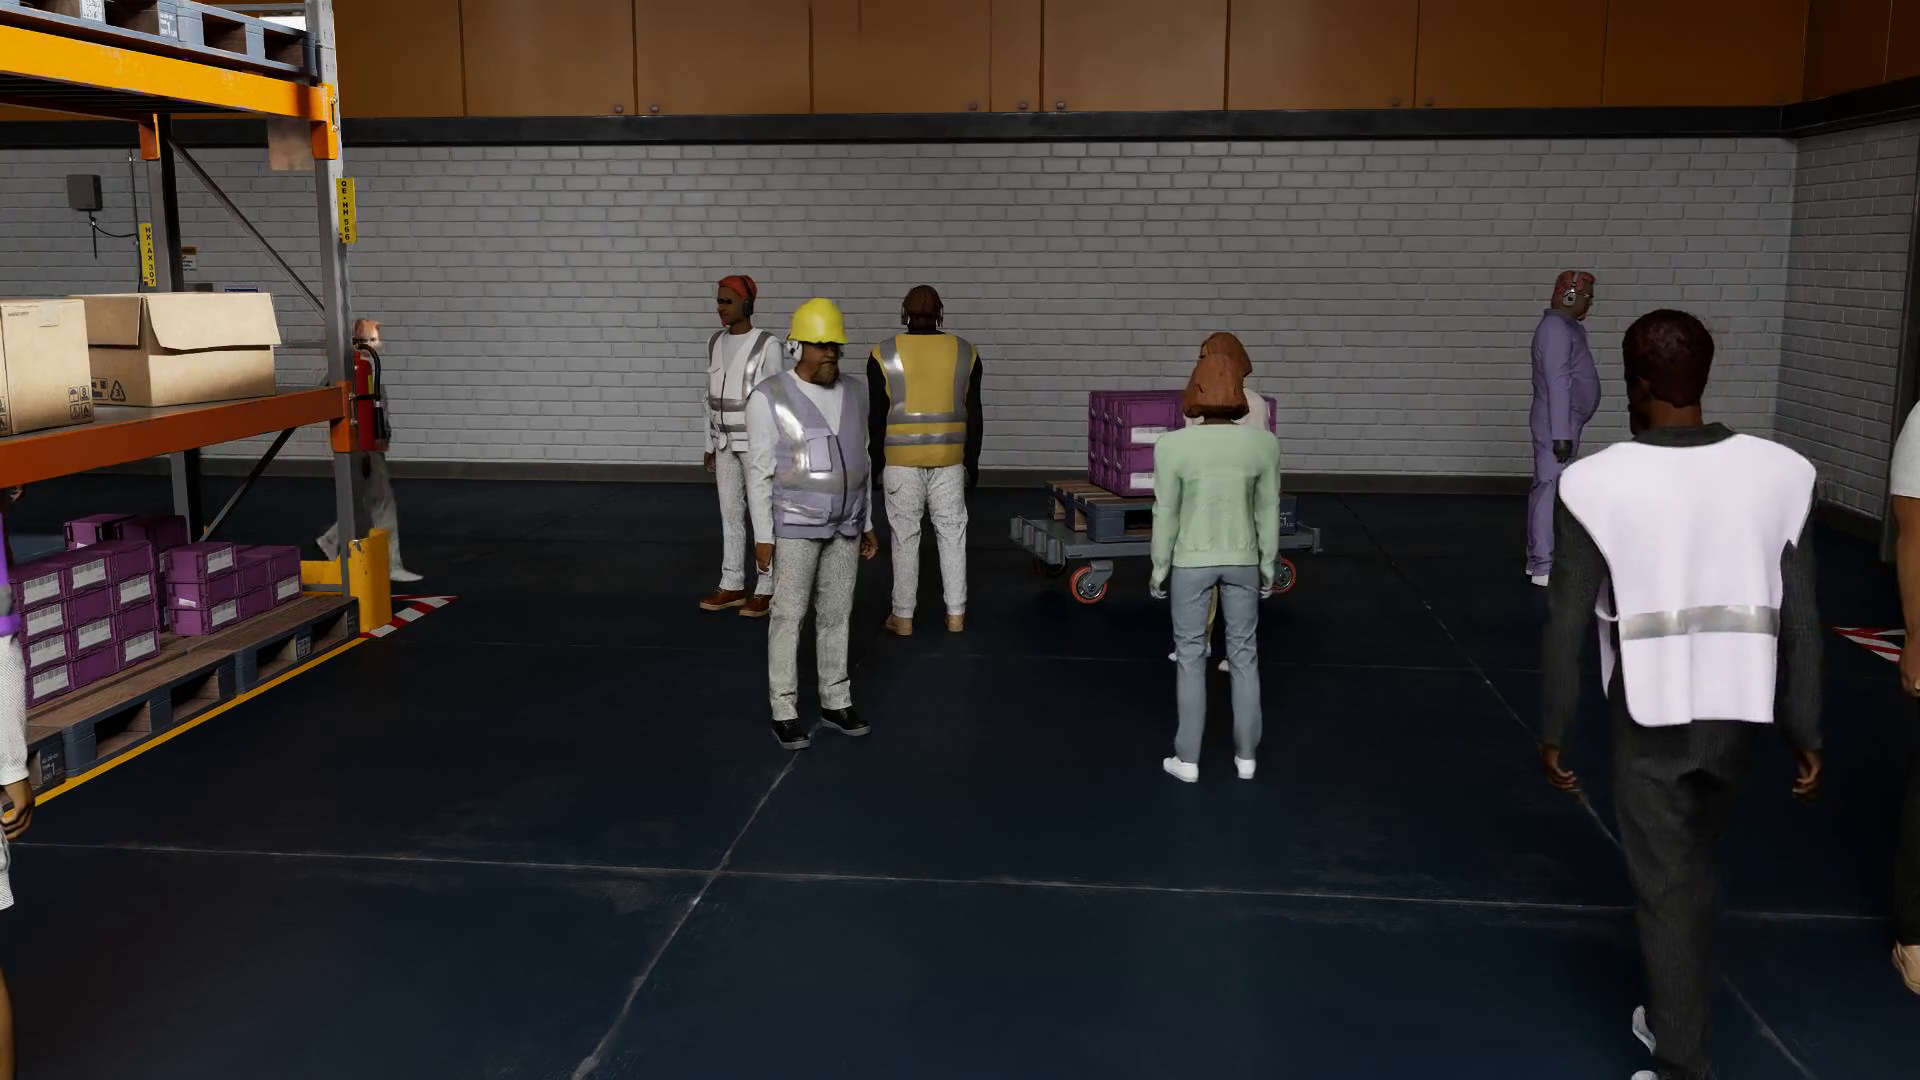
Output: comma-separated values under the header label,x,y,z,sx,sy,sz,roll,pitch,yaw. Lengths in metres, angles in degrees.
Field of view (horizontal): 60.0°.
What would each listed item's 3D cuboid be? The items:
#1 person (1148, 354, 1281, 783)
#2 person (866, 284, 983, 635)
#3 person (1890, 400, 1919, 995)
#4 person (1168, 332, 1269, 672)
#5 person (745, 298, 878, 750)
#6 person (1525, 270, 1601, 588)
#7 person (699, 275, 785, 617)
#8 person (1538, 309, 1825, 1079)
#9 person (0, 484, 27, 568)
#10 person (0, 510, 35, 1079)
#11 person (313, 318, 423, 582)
label,x,y,z,sx,sy,sz,roll,pitch,yaw
person,0.968,0.112,6.338,0.507,1.630,0.268,-1,10,-7
person,-0.194,-0.419,8.782,0.631,1.842,0.428,-2,10,-13
person,2.878,0.238,4.448,0.689,2.000,0.539,0,10,-2
person,1.258,-0.184,8.032,0.285,1.631,0.501,-9,13,-41
person,-0.583,-0.069,6.812,0.600,1.827,0.404,-8,13,-39
person,3.626,-0.663,10.010,0.407,1.903,0.639,3,10,15
person,-1.214,-0.519,9.235,0.575,1.883,0.355,7,12,37
person,1.668,0.406,3.936,0.610,1.878,0.759,0,10,-2
person,-4.887,-0.379,8.108,0.611,1.996,0.378,-3,10,-18
person,-2.226,0.469,3.449,0.543,1.928,0.373,-4,11,-24
person,-3.620,-0.534,10.066,0.607,1.615,0.538,-2,10,-9
